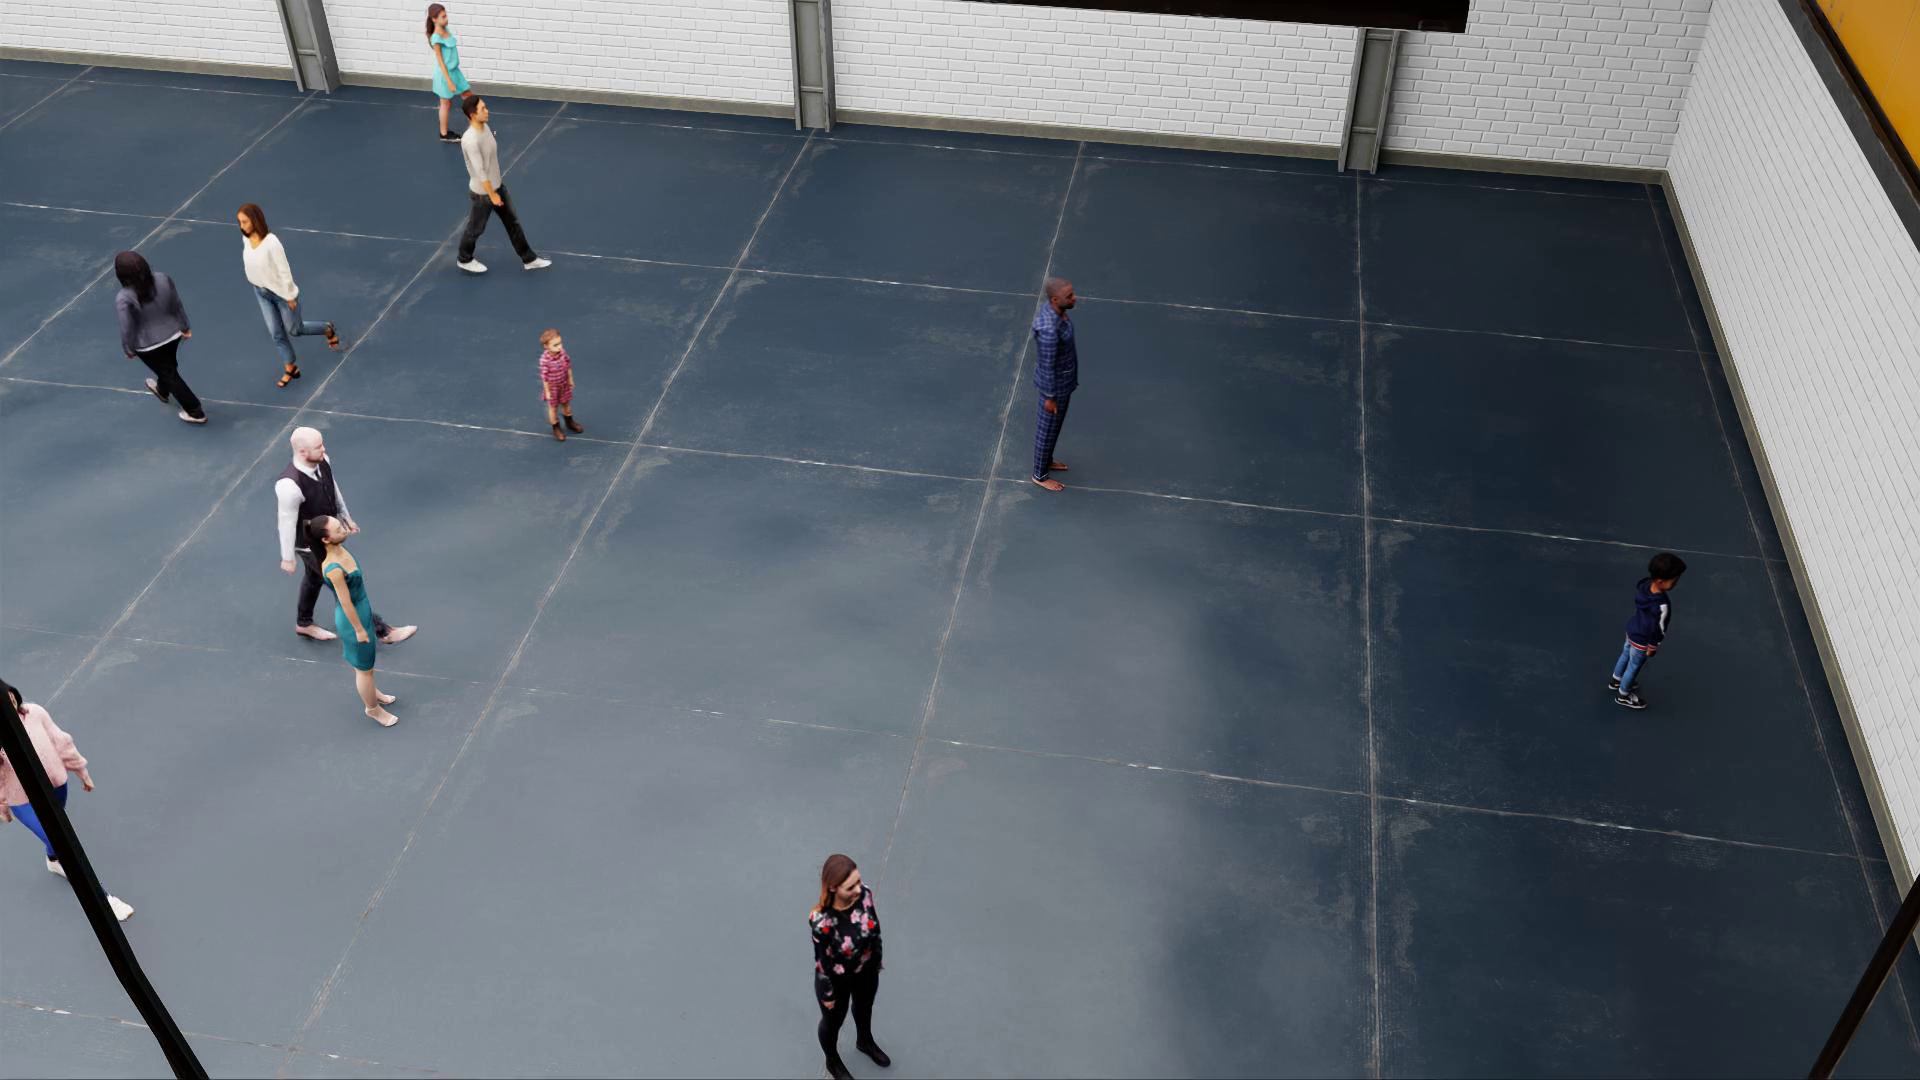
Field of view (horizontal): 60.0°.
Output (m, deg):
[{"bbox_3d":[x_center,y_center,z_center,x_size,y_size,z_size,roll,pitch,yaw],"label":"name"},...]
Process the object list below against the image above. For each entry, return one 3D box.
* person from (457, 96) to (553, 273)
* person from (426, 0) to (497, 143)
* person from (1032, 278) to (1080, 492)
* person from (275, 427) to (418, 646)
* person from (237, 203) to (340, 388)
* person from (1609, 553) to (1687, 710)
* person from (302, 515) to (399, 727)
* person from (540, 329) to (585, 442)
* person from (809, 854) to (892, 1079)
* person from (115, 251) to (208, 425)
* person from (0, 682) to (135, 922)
[{"bbox_3d":[-4.534,-3.275,15.579,1.137,1.769,0.665,4,39,5],"label":"person"},{"bbox_3d":[-5.601,-5.028,17.961,0.821,1.536,0.565,5,39,6],"label":"person"},{"bbox_3d":[0.732,-1.246,12.994,0.583,1.823,0.671,5,39,6],"label":"person"},{"bbox_3d":[-4.509,0.010,11.463,1.191,1.772,0.821,5,39,6],"label":"person"},{"bbox_3d":[-5.786,-2.149,14.255,0.944,1.661,0.871,20,43,23],"label":"person"},{"bbox_3d":[4.597,0.593,11.172,0.506,1.224,0.533,3,39,4],"label":"person"},{"bbox_3d":[-3.970,0.518,10.896,0.630,1.685,0.625,-11,40,-14],"label":"person"},{"bbox_3d":[-3.321,-1.301,13.707,0.506,1.020,0.557,-30,47,-32],"label":"person"},{"bbox_3d":[-0.620,2.247,8.733,0.686,1.683,0.657,31,48,33],"label":"person"},{"bbox_3d":[-6.556,-1.639,13.693,1.065,1.565,0.847,16,41,19],"label":"person"},{"bbox_3d":[-5.425,1.453,9.698,1.191,1.719,0.901,19,42,22],"label":"person"}]
